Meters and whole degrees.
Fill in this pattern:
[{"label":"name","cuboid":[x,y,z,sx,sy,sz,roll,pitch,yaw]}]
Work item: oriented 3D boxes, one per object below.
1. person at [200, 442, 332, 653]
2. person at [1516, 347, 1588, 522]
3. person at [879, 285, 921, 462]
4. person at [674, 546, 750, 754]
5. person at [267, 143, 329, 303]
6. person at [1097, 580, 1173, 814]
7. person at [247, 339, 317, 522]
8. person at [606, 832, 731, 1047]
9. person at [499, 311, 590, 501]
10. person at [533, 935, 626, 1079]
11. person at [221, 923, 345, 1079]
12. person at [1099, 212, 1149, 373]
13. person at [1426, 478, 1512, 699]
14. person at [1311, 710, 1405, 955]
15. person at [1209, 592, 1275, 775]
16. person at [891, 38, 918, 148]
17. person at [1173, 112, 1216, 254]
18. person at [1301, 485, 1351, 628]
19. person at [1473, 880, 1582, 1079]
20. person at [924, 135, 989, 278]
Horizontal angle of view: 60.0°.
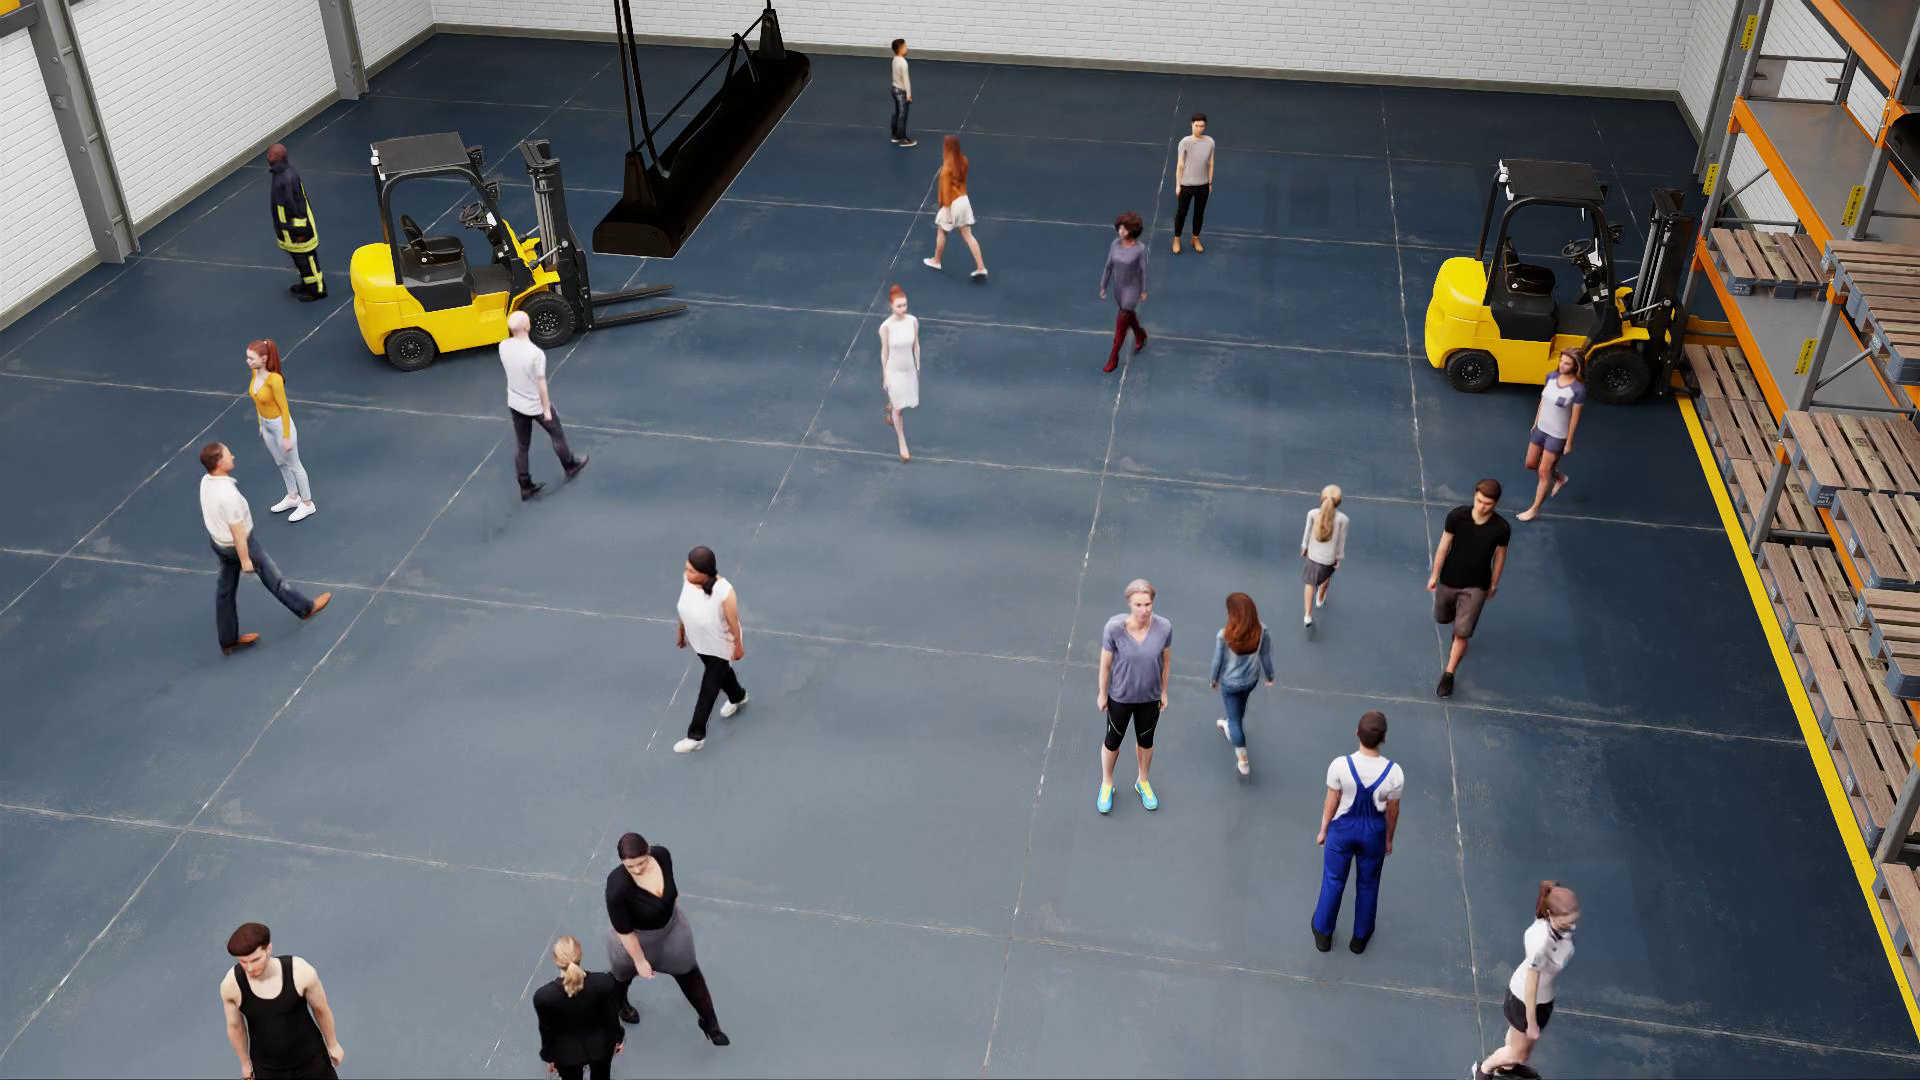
[{"label":"person","cuboid":[-5.847,0.098,13.194,1.262,1.813,1.120,-28,43,-35]},{"label":"person","cuboid":[5.370,-0.974,14.890,0.912,1.720,0.893,-14,36,-20]},{"label":"person","cuboid":[-0.607,-1.602,15.781,0.813,1.780,0.903,-16,37,-22]},{"label":"person","cuboid":[-1.801,0.732,12.391,1.030,1.646,1.184,28,43,35]},{"label":"person","cuboid":[-7.498,-3.600,18.749,0.926,1.822,0.844,-17,37,-24]},{"label":"person","cuboid":[1.214,1.081,11.645,0.713,1.891,0.675,-3,34,-5]},{"label":"person","cuboid":[-6.108,-0.999,14.900,0.684,1.751,0.701,24,40,31]},{"label":"person","cuboid":[-1.948,2.334,9.929,1.056,1.702,1.128,23,40,30]},{"label":"person","cuboid":[-3.974,-1.185,15.131,0.893,1.804,1.129,16,37,23]},{"label":"person","cuboid":[-2.054,2.862,9.144,0.845,1.692,0.961,-11,35,-15]},{"label":"person","cuboid":[-3.671,2.777,9.093,0.761,1.890,0.733,-9,35,-14]},{"label":"person","cuboid":[1.795,-2.645,17.444,0.947,1.676,1.158,25,41,32]},{"label":"person","cuboid":[3.947,0.277,12.901,0.937,1.839,1.202,18,38,25]},{"label":"person","cuboid":[2.503,1.856,10.517,0.621,1.848,0.549,6,34,9]},{"label":"person","cuboid":[2.040,1.060,12.077,0.835,1.447,1.017,-6,34,-8]},{"label":"person","cuboid":[-0.826,-6.190,22.969,0.691,1.463,0.612,-17,37,-24]},{"label":"person","cuboid":[2.802,-4.278,19.864,0.662,1.717,0.620,-4,34,-6]},{"label":"person","cuboid":[2.967,0.143,13.630,0.564,1.254,0.878,9,35,13]},{"label":"person","cuboid":[3.255,2.595,9.505,0.786,1.738,0.673,12,36,18]},{"label":"person","cuboid":[0.025,-3.812,19.194,1.081,1.682,1.127,29,43,36]}]
